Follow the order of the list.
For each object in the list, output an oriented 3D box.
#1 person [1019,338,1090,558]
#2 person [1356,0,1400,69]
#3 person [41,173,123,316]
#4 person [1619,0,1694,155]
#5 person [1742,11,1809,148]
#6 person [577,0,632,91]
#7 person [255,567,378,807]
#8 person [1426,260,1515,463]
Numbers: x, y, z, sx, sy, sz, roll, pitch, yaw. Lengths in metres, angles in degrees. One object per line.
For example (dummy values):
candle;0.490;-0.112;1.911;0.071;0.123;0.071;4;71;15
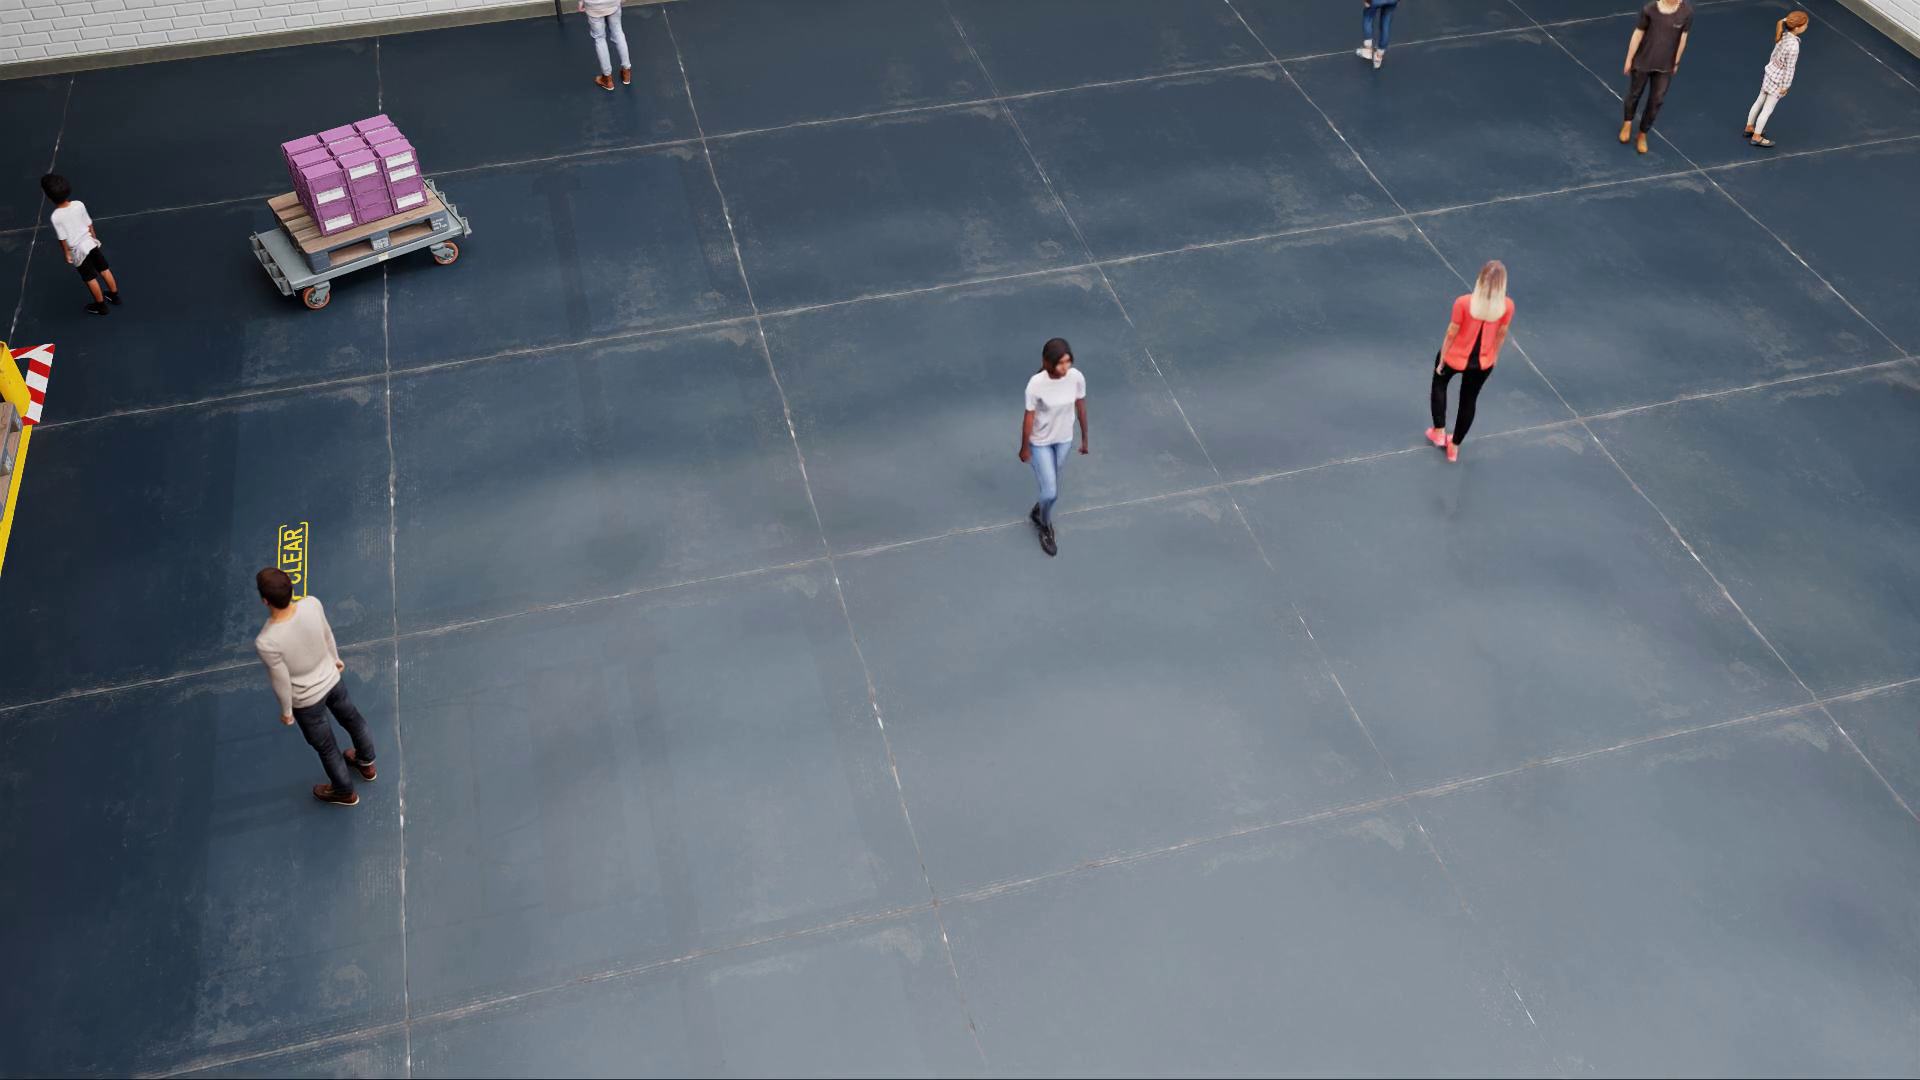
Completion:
person;0.590;-0.724;11.475;0.694;1.711;0.765;-20;47;-20
person;4.248;-5.396;16.554;0.600;1.471;0.592;-6;44;-6
person;-7.185;-2.421;13.584;0.635;1.260;0.571;20;47;19
person;6.452;-4.501;15.447;0.815;1.700;0.880;12;45;13
person;7.629;-4.327;15.547;0.638;1.312;0.524;-1;44;-1
person;-3.489;-5.287;16.172;0.748;1.839;0.674;-24;49;-23
person;-3.768;0.858;9.701;0.808;1.867;0.724;17;46;17
person;3.688;-1.241;12.041;0.689;1.680;0.702;2;44;2
